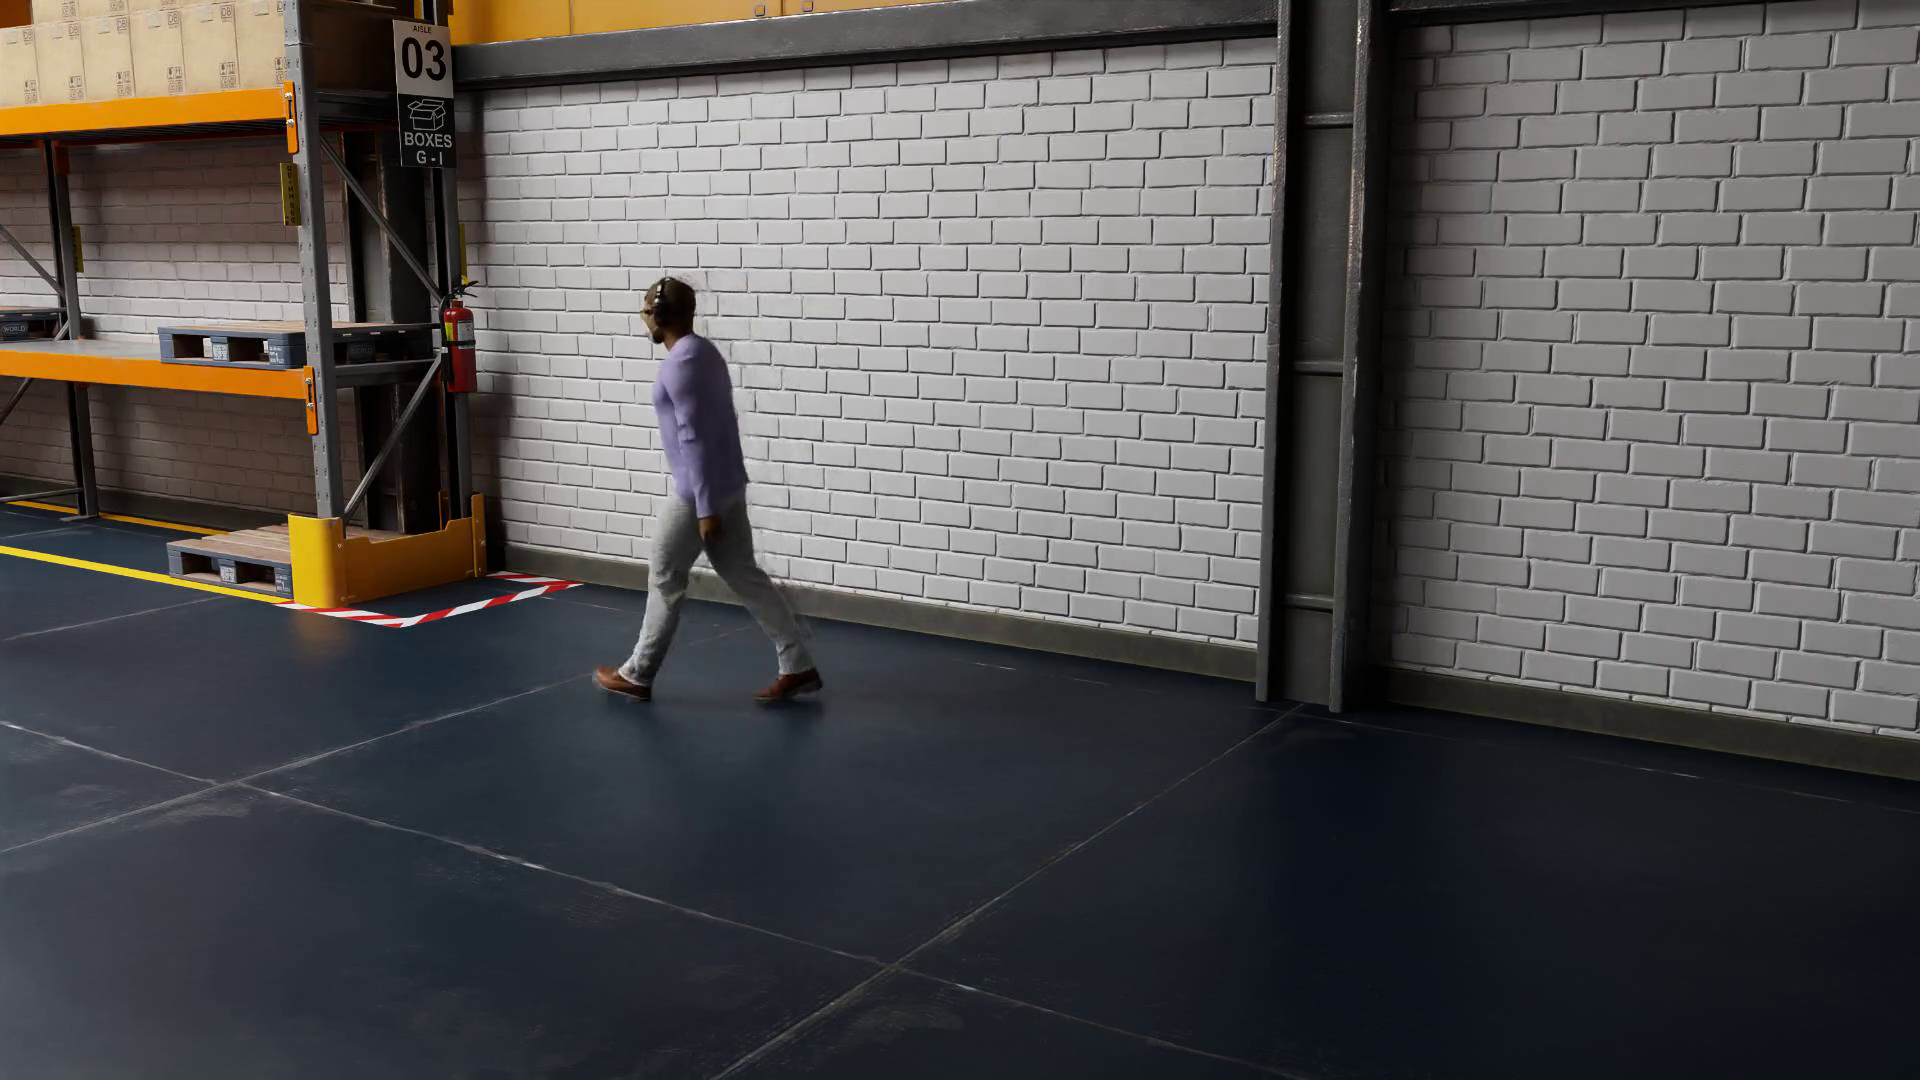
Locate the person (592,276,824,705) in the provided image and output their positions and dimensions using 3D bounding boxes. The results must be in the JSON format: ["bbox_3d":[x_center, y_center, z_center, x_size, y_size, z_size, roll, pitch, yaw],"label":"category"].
[{"bbox_3d":[-1.090,-0.191,7.189,1.033,1.875,0.683,1,10,6],"label":"person"}]
